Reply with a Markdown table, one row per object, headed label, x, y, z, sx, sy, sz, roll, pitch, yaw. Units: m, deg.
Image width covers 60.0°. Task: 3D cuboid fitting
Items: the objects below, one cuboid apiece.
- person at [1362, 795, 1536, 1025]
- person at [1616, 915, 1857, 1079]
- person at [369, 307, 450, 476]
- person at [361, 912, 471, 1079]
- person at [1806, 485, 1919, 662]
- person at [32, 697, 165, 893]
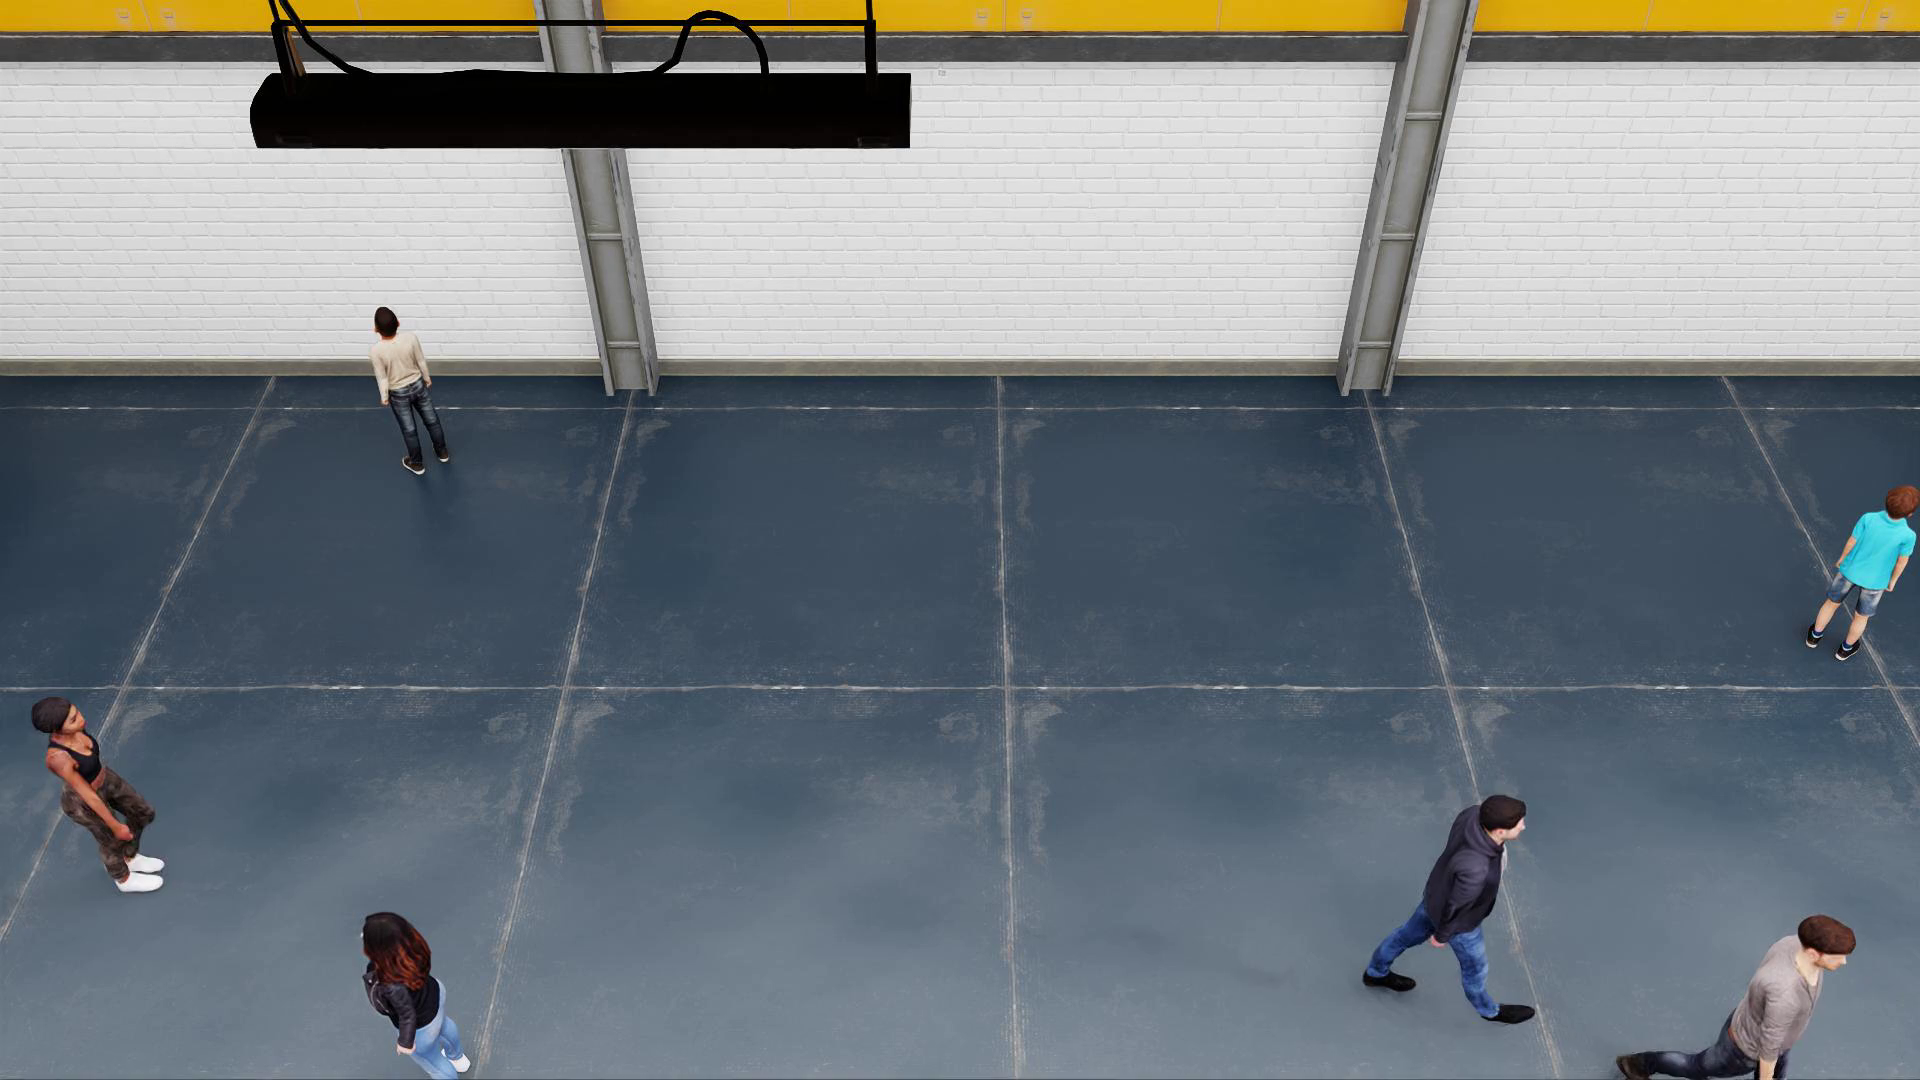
| label | x | y | z | sx | sy | sz | roll | pitch | yaw |
| --- | --- | --- | --- | --- | --- | --- | --- | --- | --- |
| person | 2.561 | 1.952 | 8.957 | 1.218 | 1.835 | 0.852 | 8 | 44 | 8 |
| person | 3.920 | 2.460 | 8.401 | 1.212 | 1.865 | 1.255 | -33 | 53 | -30 |
| person | -4.144 | -1.129 | 12.459 | 0.620 | 1.466 | 0.697 | -29 | 51 | -27 |
| person | -2.812 | 2.423 | 8.608 | 0.595 | 1.635 | 0.660 | -5 | 44 | -6 |
| person | 6.037 | 0.202 | 11.074 | 0.577 | 1.449 | 0.652 | 30 | 51 | 28 |
| person | -5.042 | 1.507 | 9.534 | 0.623 | 1.684 | 0.611 | -5 | 44 | -5 |
